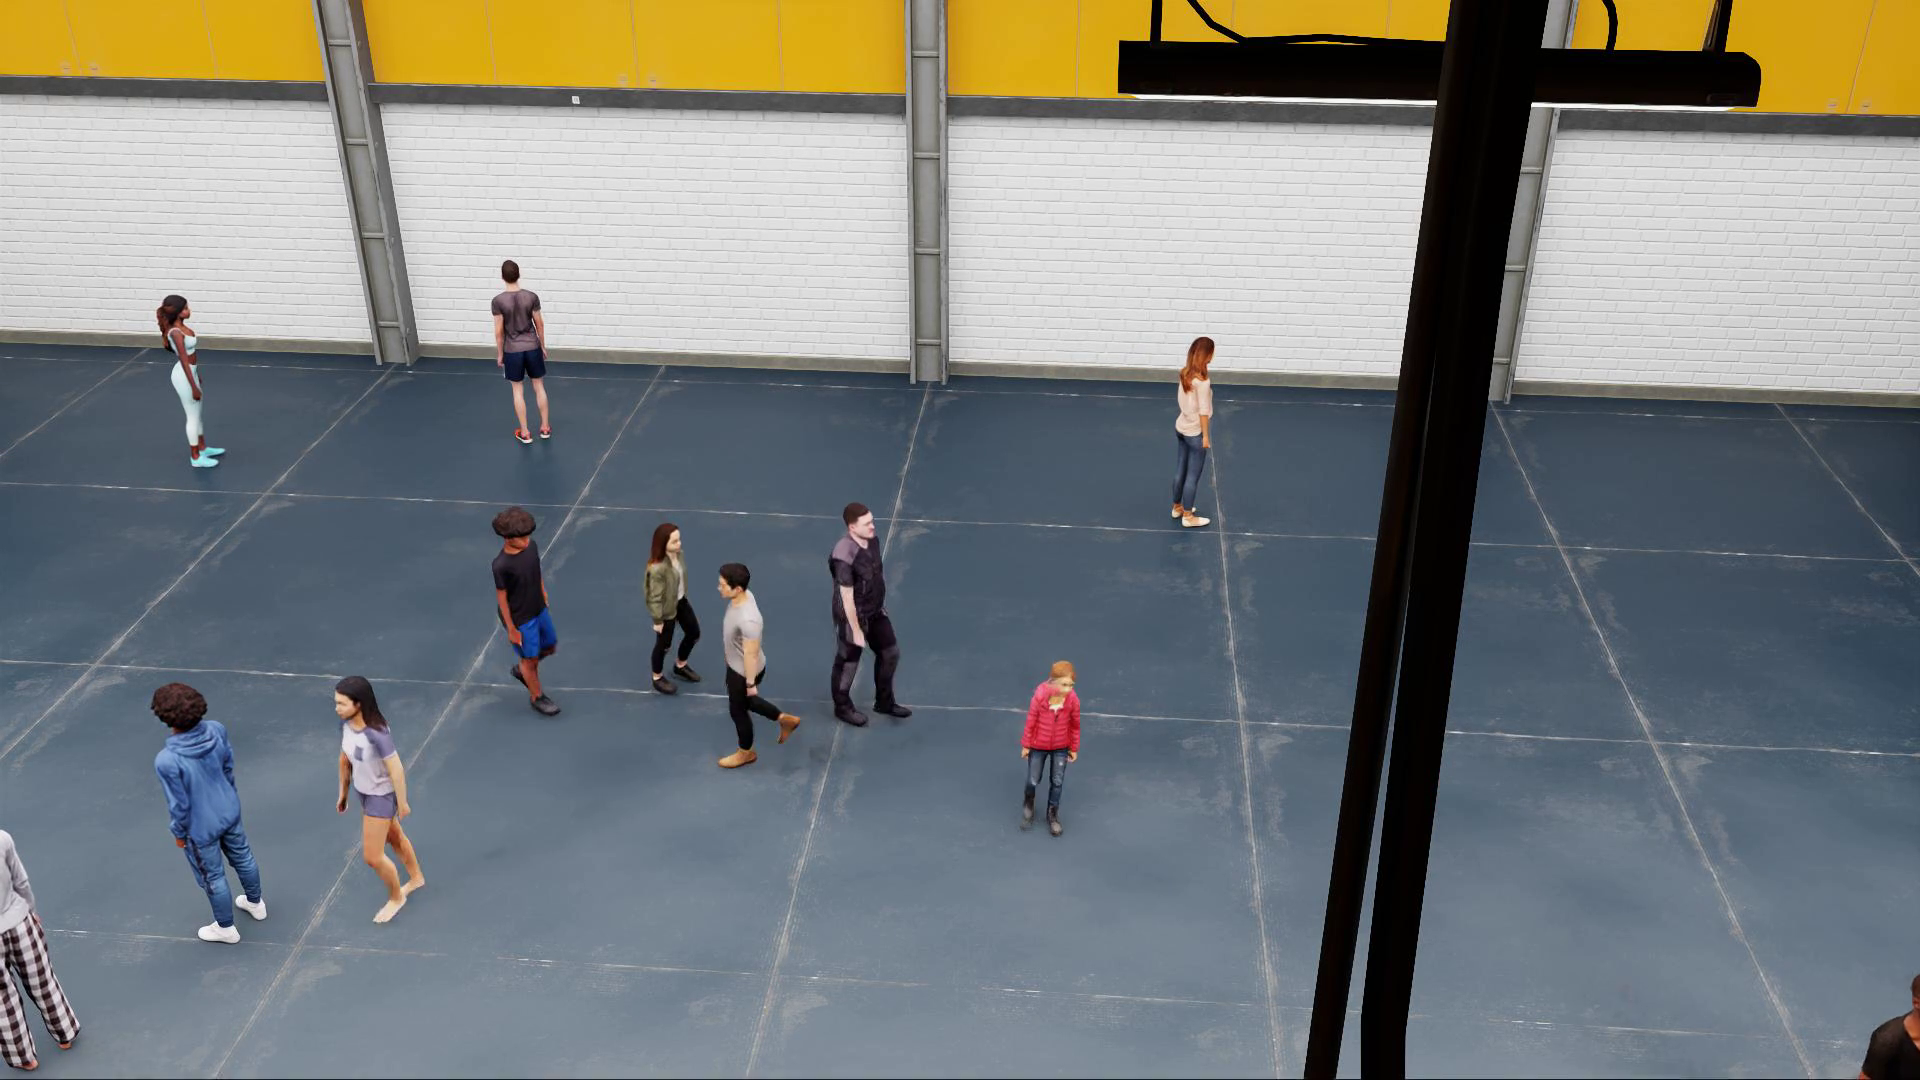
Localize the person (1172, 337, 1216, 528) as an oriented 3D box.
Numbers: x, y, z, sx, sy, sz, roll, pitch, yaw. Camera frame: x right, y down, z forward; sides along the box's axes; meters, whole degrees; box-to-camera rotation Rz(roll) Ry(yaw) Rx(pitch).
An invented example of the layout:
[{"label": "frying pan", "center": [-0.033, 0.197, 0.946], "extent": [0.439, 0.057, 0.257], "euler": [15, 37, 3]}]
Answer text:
[{"label": "person", "center": [2.078, -0.976, 14.899], "extent": [0.665, 1.788, 0.667], "euler": [-10, 30, -18]}]

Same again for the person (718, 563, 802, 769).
[{"label": "person", "center": [-1.416, 0.872, 11.608], "extent": [0.954, 1.694, 0.806], "euler": [-6, 29, -10]}]

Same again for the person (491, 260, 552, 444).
[{"label": "person", "center": [-4.340, -1.866, 16.464], "extent": [0.678, 1.851, 0.792], "euler": [-15, 32, -25]}]

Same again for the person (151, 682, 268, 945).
[{"label": "person", "center": [-4.560, 1.643, 10.073], "extent": [0.694, 1.811, 0.746], "euler": [12, 31, 21]}]

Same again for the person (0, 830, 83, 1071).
[{"label": "person", "center": [-5.288, 2.138, 9.129], "extent": [0.733, 1.846, 0.706], "euler": [23, 36, 36]}]

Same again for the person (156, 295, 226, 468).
[{"label": "person", "center": [-7.428, -1.535, 15.990], "extent": [0.652, 1.724, 0.639], "euler": [-10, 30, -17]}]

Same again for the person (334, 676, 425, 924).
[{"label": "person", "center": [-3.551, 1.541, 10.359], "extent": [0.758, 1.716, 0.816], "euler": [23, 36, 36]}]

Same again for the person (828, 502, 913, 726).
[{"label": "person", "center": [-0.817, 0.524, 12.103], "extent": [0.937, 1.831, 0.887], "euler": [14, 31, 23]}]

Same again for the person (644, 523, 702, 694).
[{"label": "person", "center": [-2.223, 0.503, 12.530], "extent": [0.701, 1.459, 0.675], "euler": [12, 31, 21]}]

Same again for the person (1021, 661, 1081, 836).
[{"label": "person", "center": [0.578, 1.363, 11.116], "extent": [0.593, 1.305, 0.641], "euler": [3, 29, 5]}]

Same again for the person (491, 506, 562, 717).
[{"label": "person", "center": [-3.264, 0.510, 12.195], "extent": [0.948, 1.768, 0.847], "euler": [13, 31, 23]}]
